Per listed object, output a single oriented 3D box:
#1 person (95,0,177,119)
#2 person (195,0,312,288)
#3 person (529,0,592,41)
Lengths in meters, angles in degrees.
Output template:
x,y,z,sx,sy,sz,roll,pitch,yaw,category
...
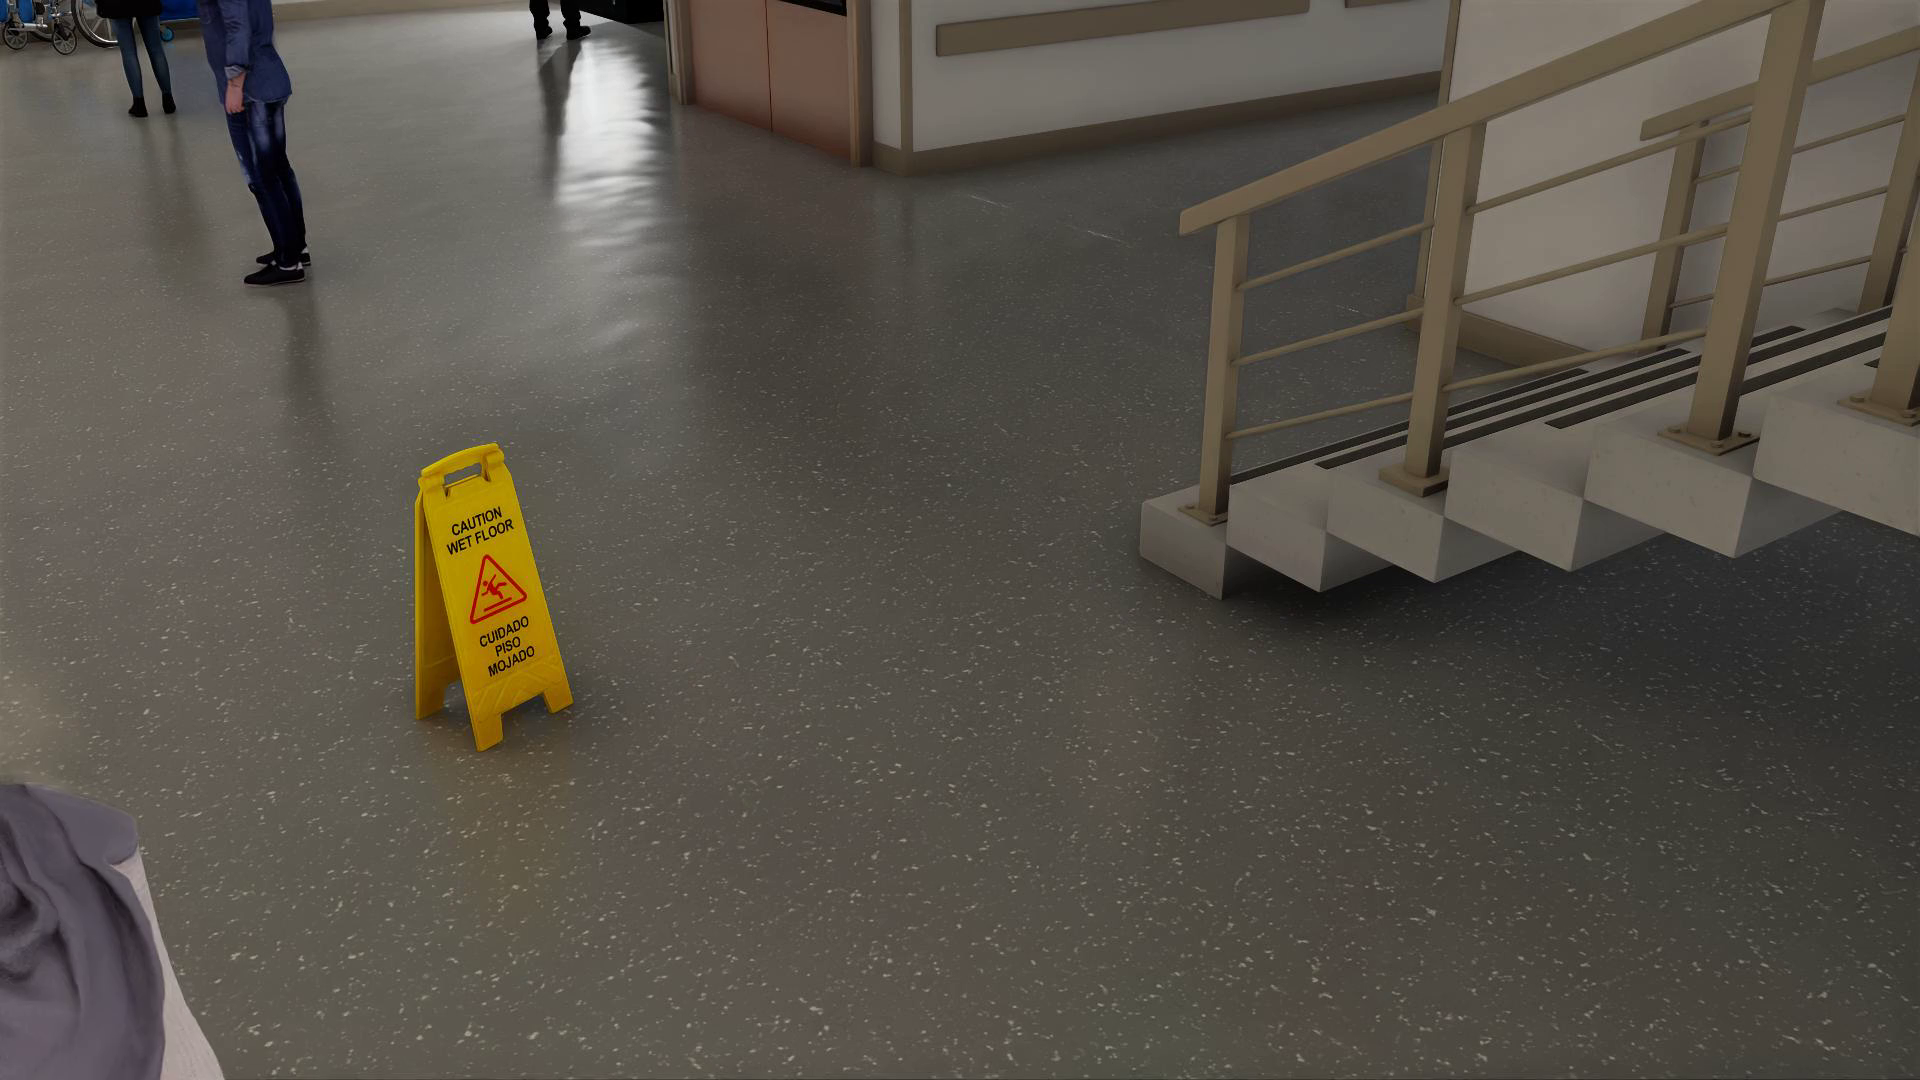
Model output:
x,y,z,sx,sy,sz,roll,pitch,yaw,category
-5.888,-3.850,11.783,0.632,1.634,0.613,-19,32,-34,person
-3.440,-2.165,8.069,0.858,1.825,0.704,-4,26,-8,person
-3.670,-5.463,14.805,0.771,1.914,0.829,4,26,8,person
